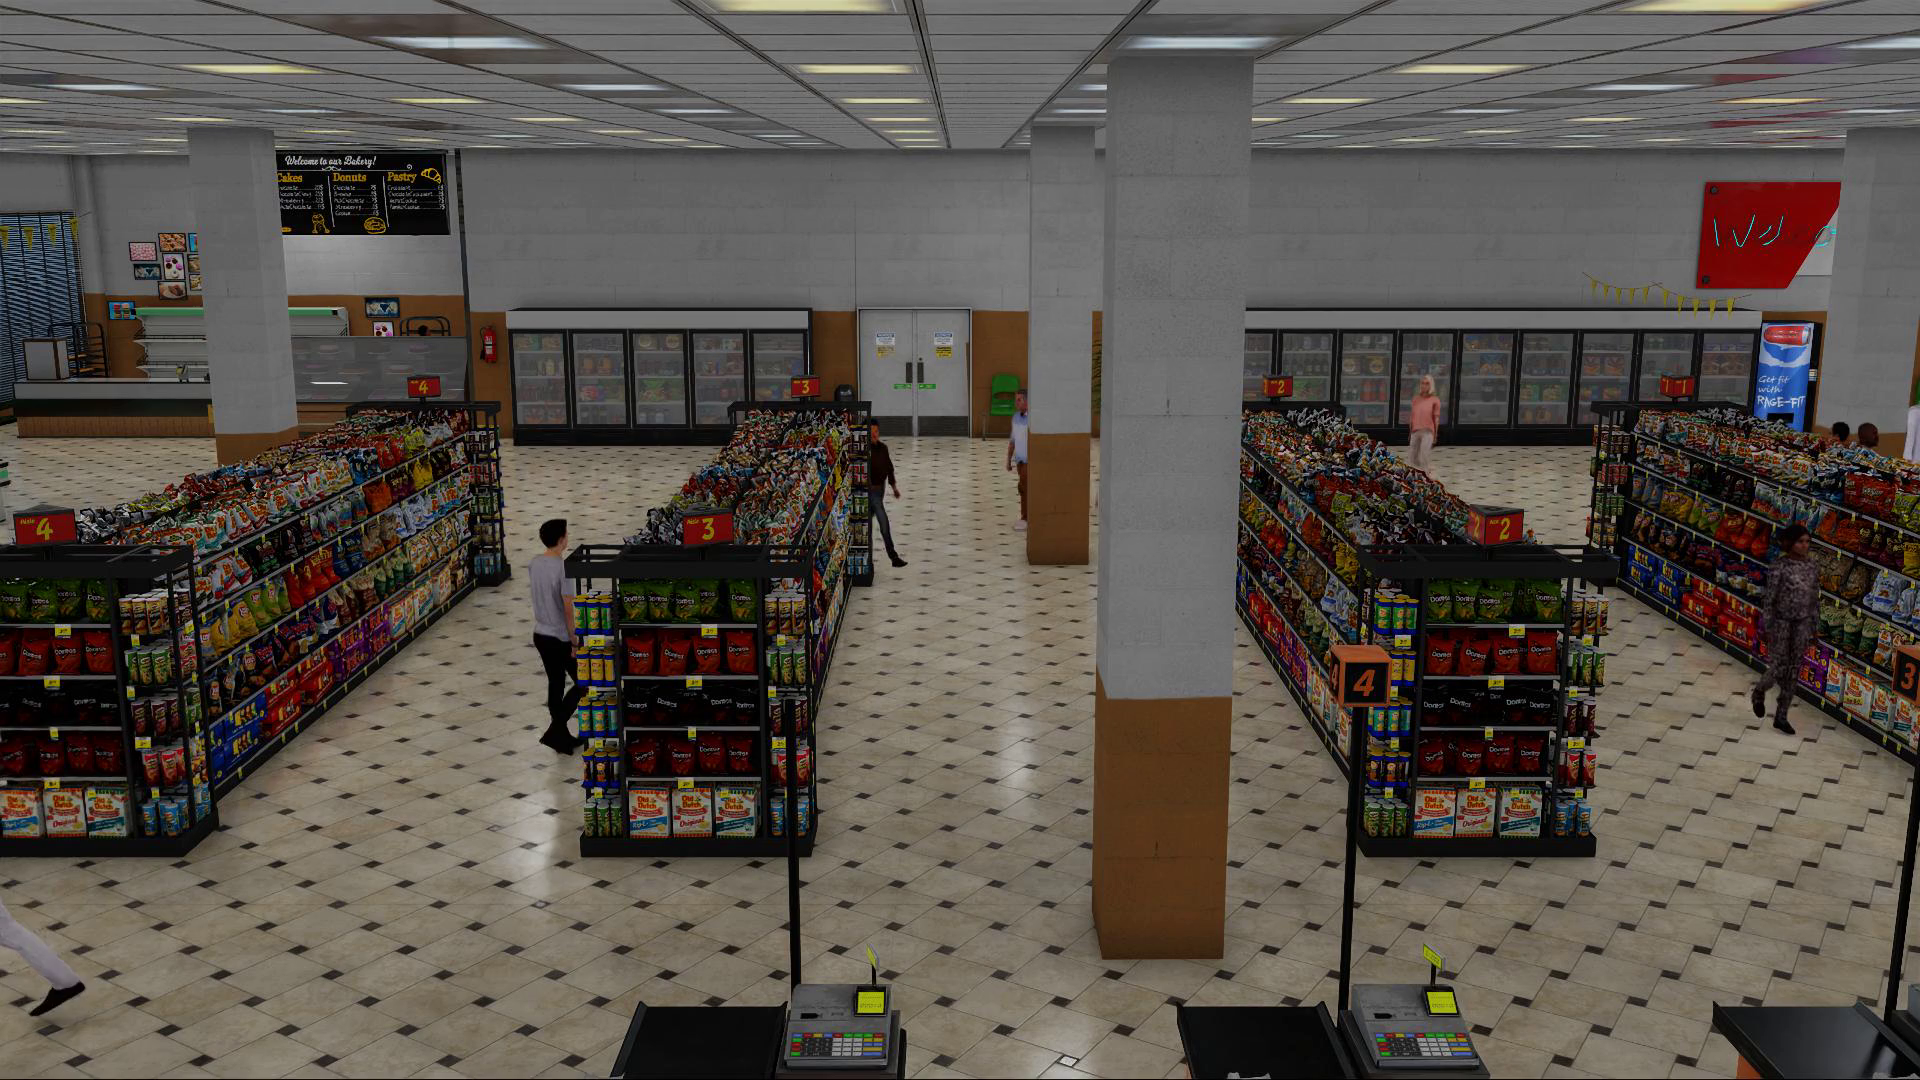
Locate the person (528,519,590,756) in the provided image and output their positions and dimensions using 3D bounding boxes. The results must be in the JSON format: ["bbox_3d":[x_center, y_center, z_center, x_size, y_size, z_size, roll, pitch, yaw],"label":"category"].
[{"bbox_3d":[-3.138,0.770,12.738,0.902,1.855,0.964,9,15,36],"label":"person"}]

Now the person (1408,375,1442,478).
[{"bbox_3d":[6.721,-1.528,23.990,0.877,1.714,0.945,11,16,41],"label":"person"}]

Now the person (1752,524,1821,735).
[{"bbox_3d":[6.645,0.703,13.427,0.595,1.702,0.711,-1,12,-5],"label":"person"}]

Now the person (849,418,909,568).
[{"bbox_3d":[-1.076,-0.531,19.237,1.126,1.723,1.224,6,13,26],"label":"person"}]
